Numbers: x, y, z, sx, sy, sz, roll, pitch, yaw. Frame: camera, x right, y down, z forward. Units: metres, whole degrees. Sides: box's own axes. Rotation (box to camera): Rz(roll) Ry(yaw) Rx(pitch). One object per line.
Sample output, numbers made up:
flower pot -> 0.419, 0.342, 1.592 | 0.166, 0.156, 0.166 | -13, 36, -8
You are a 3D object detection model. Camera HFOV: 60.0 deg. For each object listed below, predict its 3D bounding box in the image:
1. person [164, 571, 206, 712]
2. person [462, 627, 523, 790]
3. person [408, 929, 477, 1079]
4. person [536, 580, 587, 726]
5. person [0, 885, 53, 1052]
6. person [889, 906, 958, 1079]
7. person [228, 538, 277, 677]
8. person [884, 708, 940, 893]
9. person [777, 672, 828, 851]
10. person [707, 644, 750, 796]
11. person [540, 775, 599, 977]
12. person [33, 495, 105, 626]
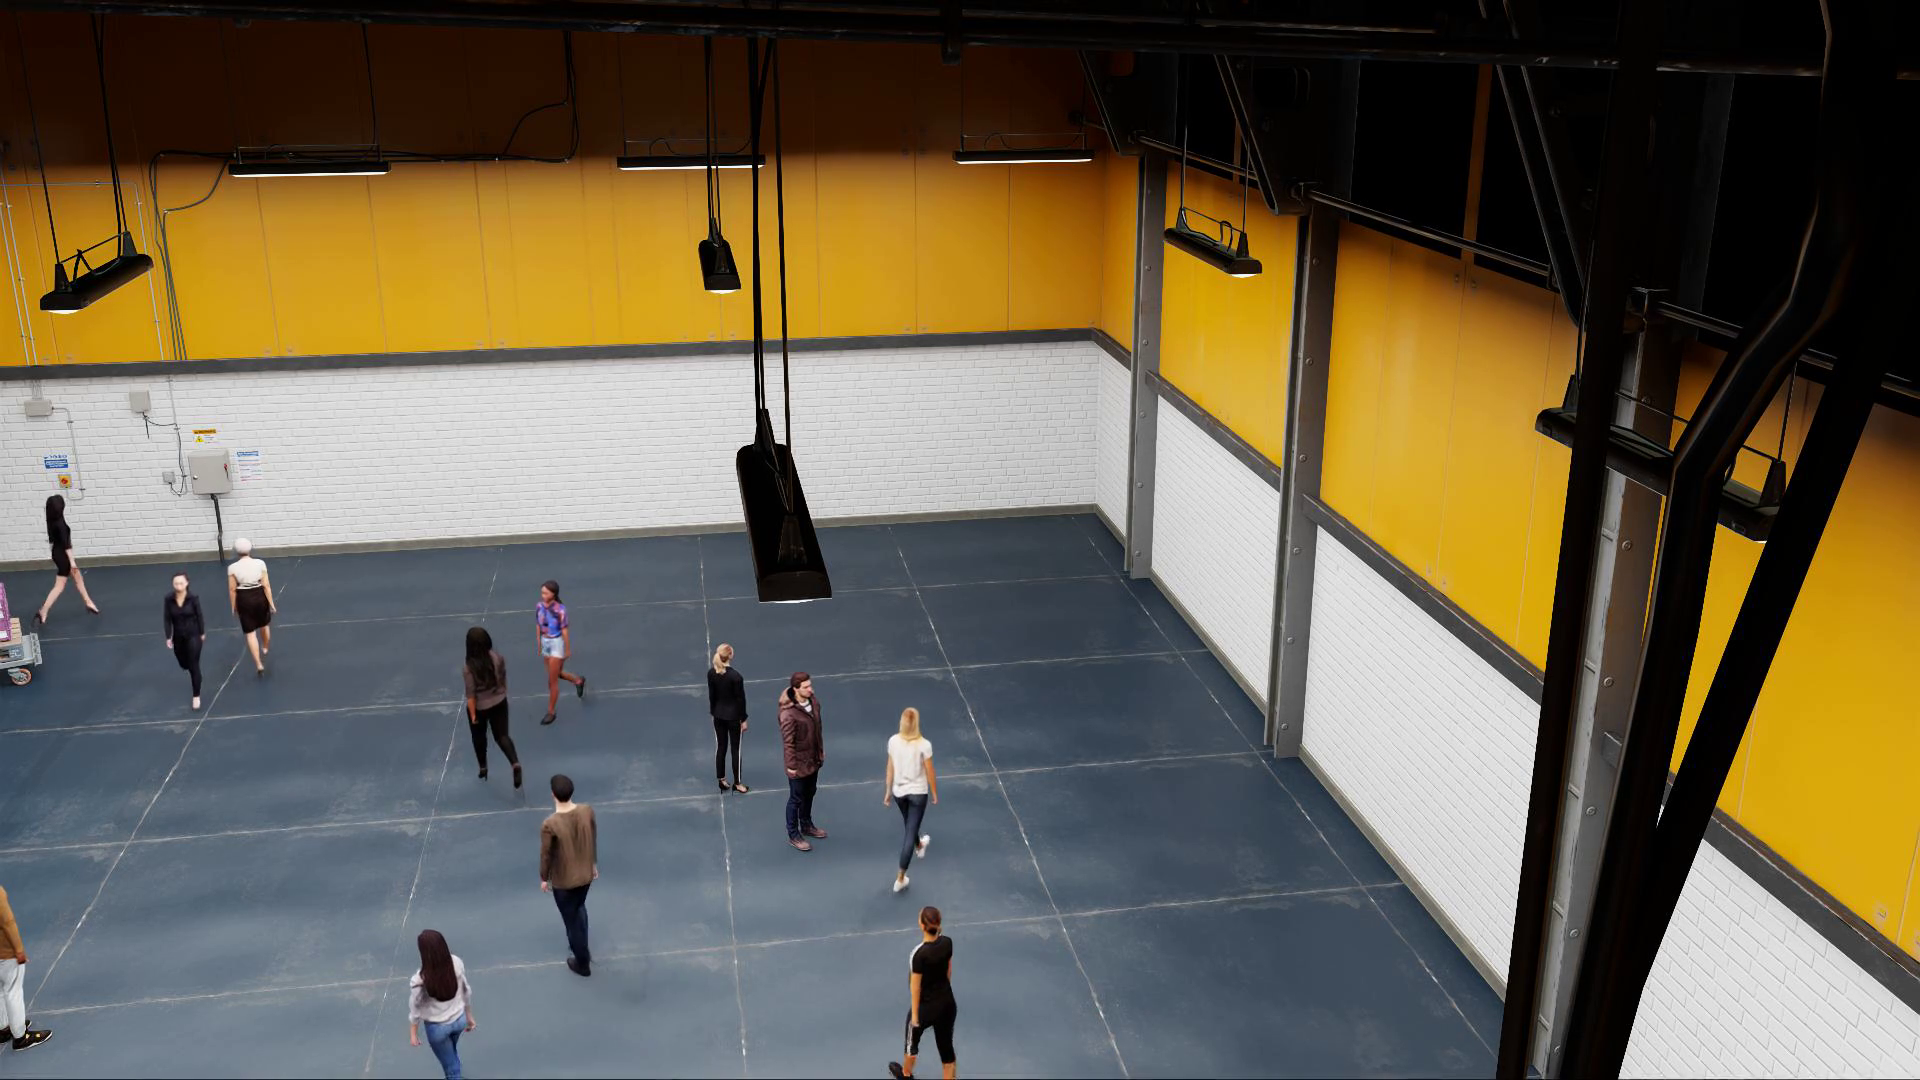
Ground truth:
person -> -9.201, 1.166, 19.816 | 0.549, 1.685, 1.006 | -4, 19, -11
person -> -4.960, 1.828, 17.654 | 0.991, 1.812, 1.205 | -13, 23, -34
person -> -3.799, 3.679, 12.471 | 0.867, 1.611, 0.806 | 14, 23, 36
person -> -4.692, 1.261, 19.486 | 1.013, 1.717, 1.145 | 10, 21, 28
person -> -7.748, 3.256, 13.407 | 0.723, 1.816, 0.757 | 10, 21, 28
person -> -0.159, 3.592, 12.682 | 0.857, 1.642, 1.020 | -14, 23, -36
person -> -8.787, 0.876, 20.661 | 0.864, 1.696, 1.172 | -9, 21, -25
person -> -0.499, 2.485, 15.778 | 1.036, 1.763, 1.257 | 7, 20, 20
person -> -1.576, 2.164, 16.598 | 0.935, 1.848, 0.850 | 10, 21, 27
person -> -2.459, 1.897, 17.612 | 0.700, 1.707, 0.726 | 8, 20, 24
person -> -3.296, 2.916, 14.323 | 0.877, 1.875, 0.822 | 17, 25, 40
person -> -12.070, 0.317, 22.214 | 1.080, 1.766, 1.143 | -17, 25, -41
